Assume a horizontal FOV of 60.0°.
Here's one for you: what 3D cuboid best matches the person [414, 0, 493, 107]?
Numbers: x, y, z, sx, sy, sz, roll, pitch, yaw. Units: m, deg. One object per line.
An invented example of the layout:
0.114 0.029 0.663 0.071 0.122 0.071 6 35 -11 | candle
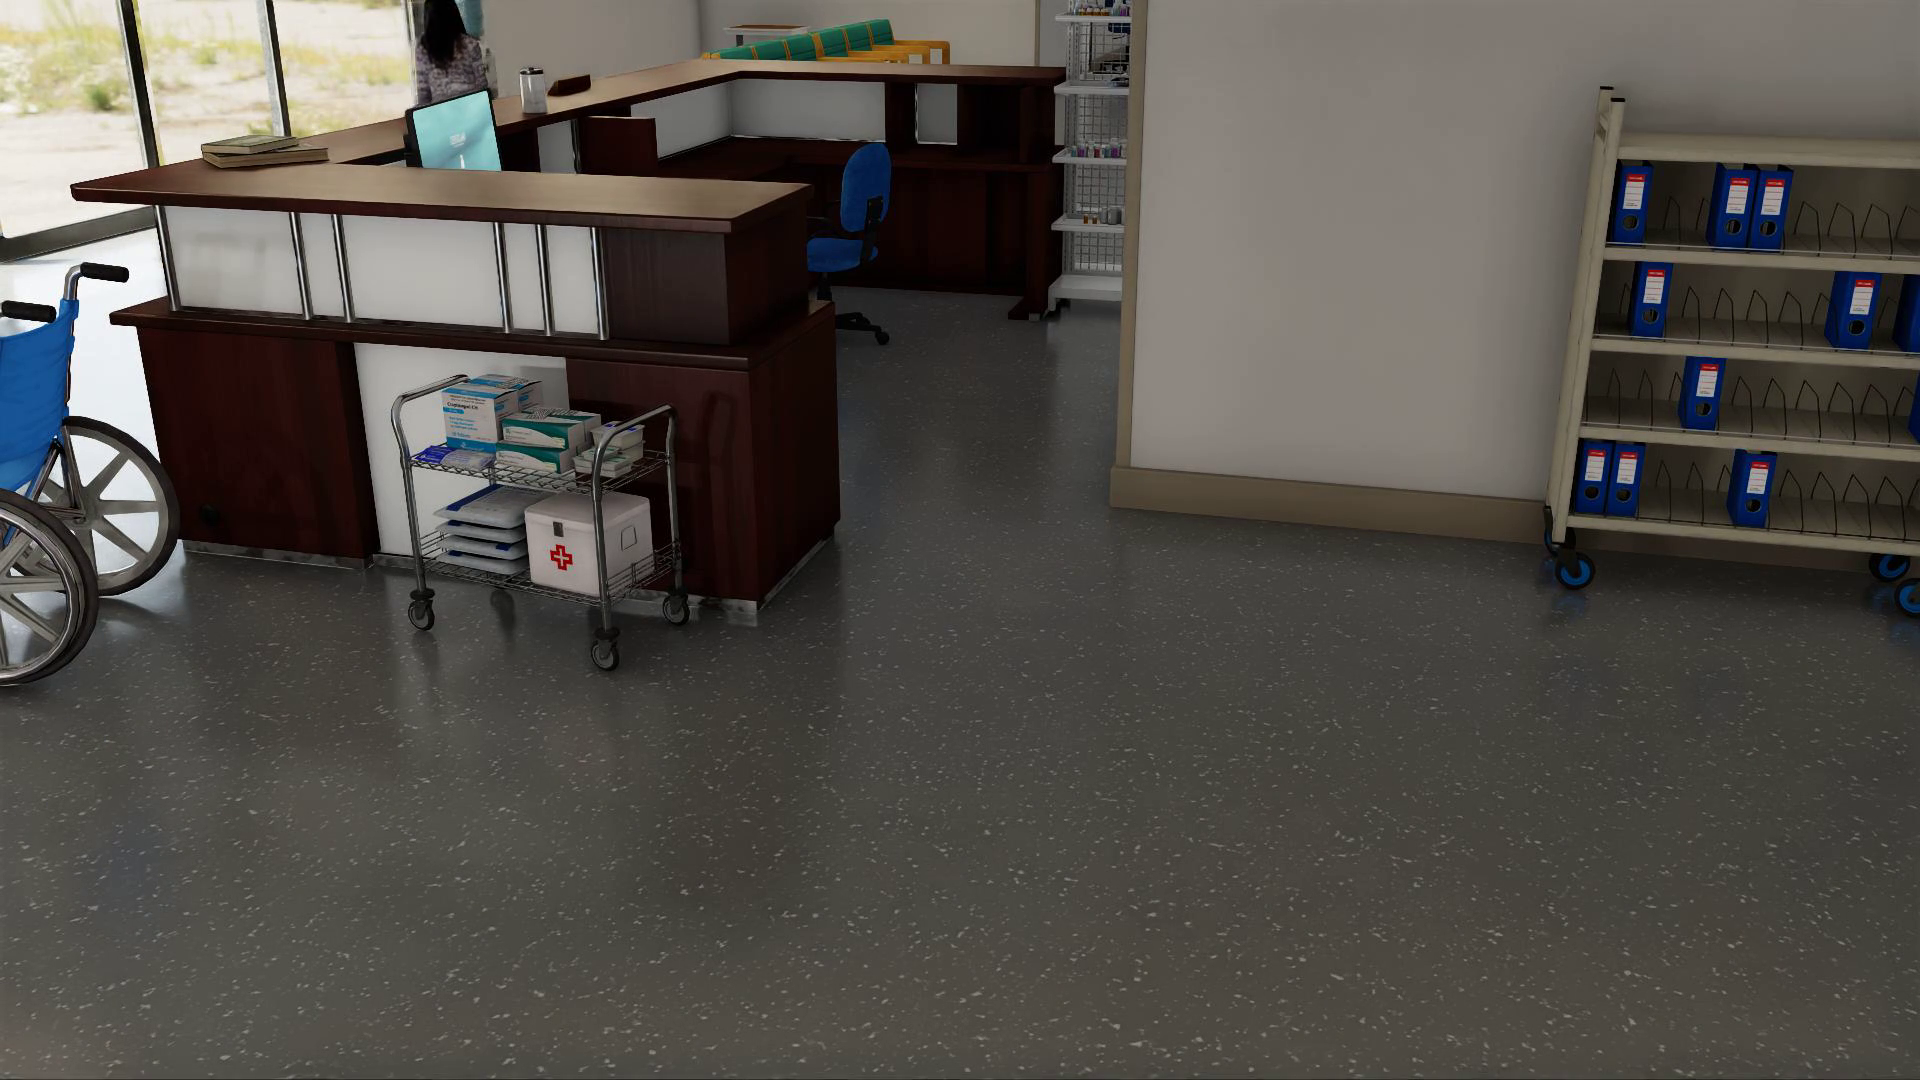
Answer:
-3.223 -2.594 10.602 1.076 1.702 0.775 2 21 6 | person
